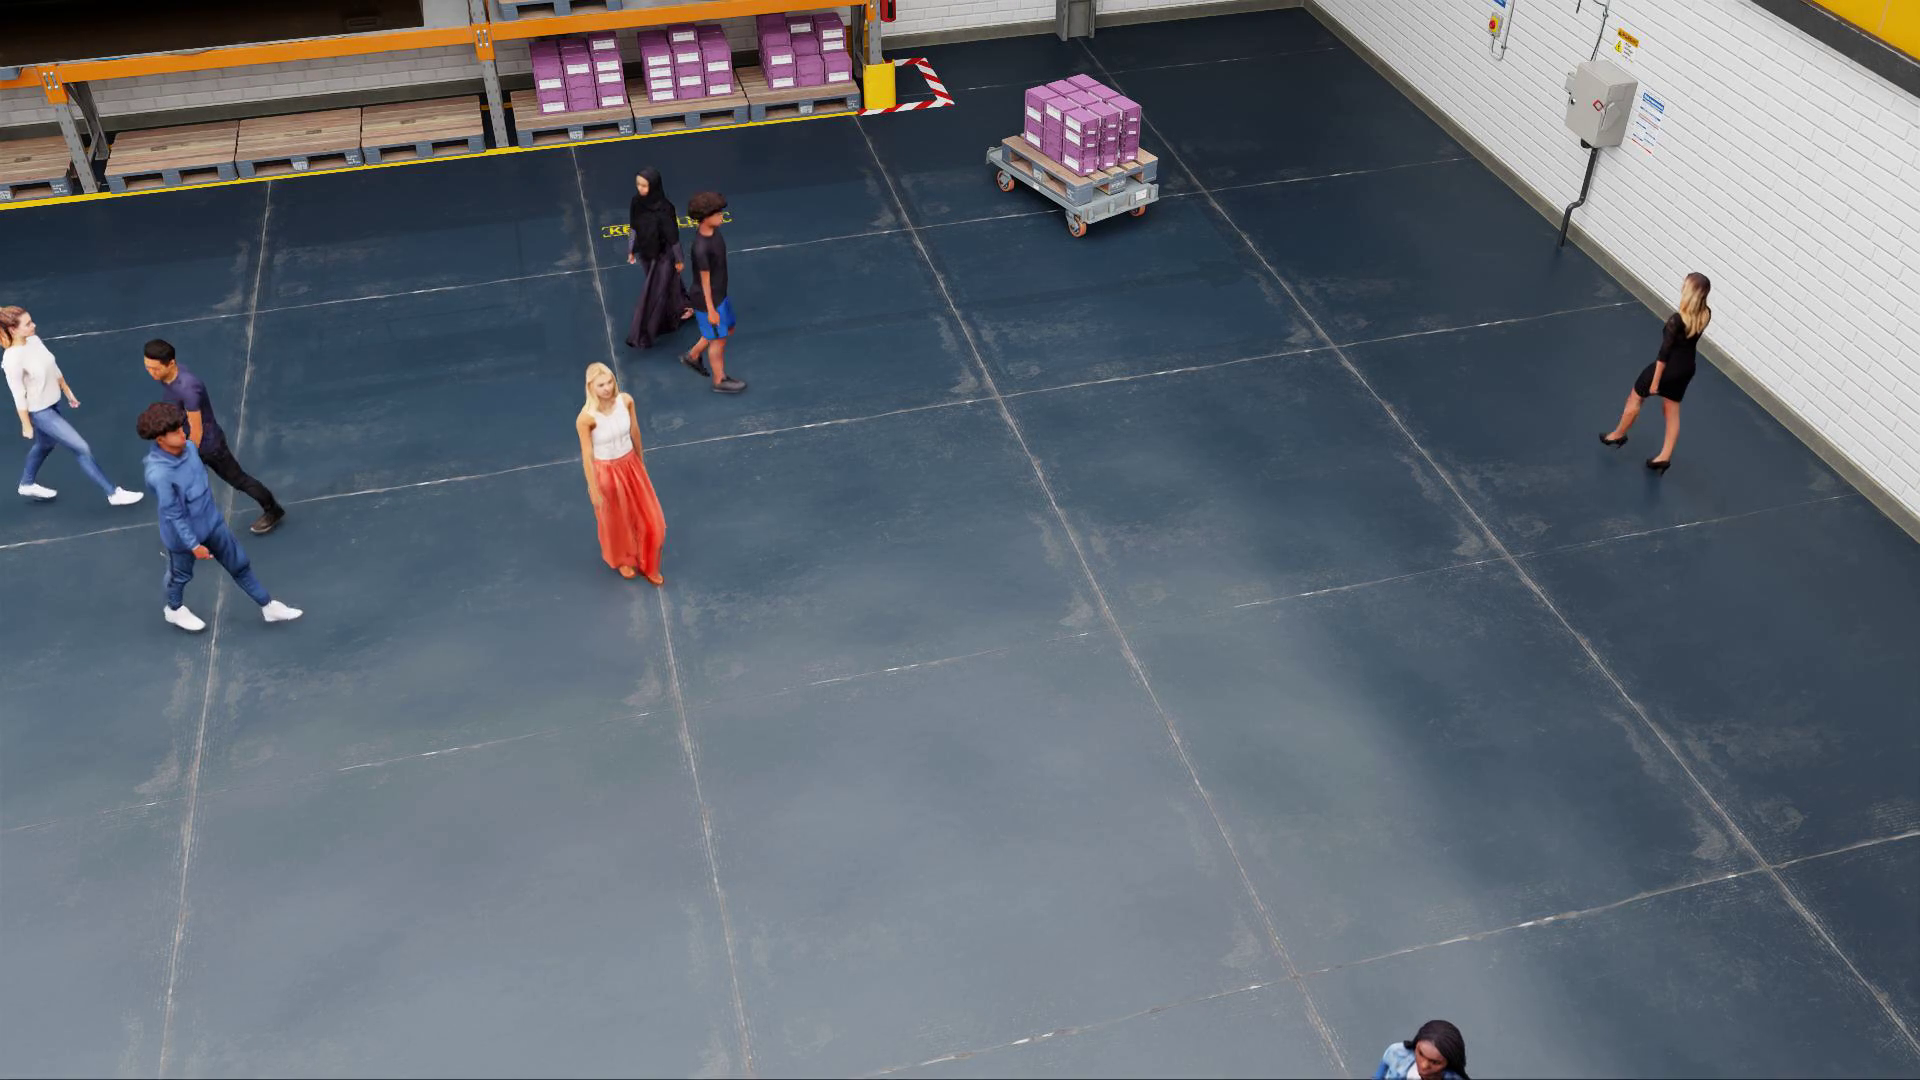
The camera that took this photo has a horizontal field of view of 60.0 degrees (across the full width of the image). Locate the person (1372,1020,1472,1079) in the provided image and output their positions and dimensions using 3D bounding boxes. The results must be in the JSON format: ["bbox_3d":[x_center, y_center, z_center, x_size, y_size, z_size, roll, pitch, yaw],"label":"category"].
[{"bbox_3d":[2.014,2.698,7.443,0.689,1.712,0.727,24,45,27],"label":"person"}]

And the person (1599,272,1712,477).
[{"bbox_3d":[5.332,-1.184,12.351,0.808,1.654,0.715,-17,42,-20],"label":"person"}]

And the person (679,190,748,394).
[{"bbox_3d":[-2.067,-1.943,13.198,0.888,1.782,0.769,4,39,5],"label":"person"}]

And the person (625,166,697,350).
[{"bbox_3d":[-2.472,-2.432,13.954,1.048,1.603,1.209,29,47,31],"label":"person"}]

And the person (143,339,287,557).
[{"bbox_3d":[-5.222,-0.693,11.673,1.049,1.733,1.191,28,46,30],"label":"person"}]

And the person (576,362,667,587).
[{"bbox_3d":[-2.405,-0.482,11.366,0.909,1.786,0.908,-28,46,-31],"label":"person"}]

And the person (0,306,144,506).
[{"bbox_3d":[-6.692,-0.914,11.997,1.194,1.673,0.740,-3,39,-4],"label":"person"}]

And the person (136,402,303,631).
[{"bbox_3d":[-5.118,-0.092,10.895,1.270,1.764,1.038,8,39,10],"label":"person"}]
